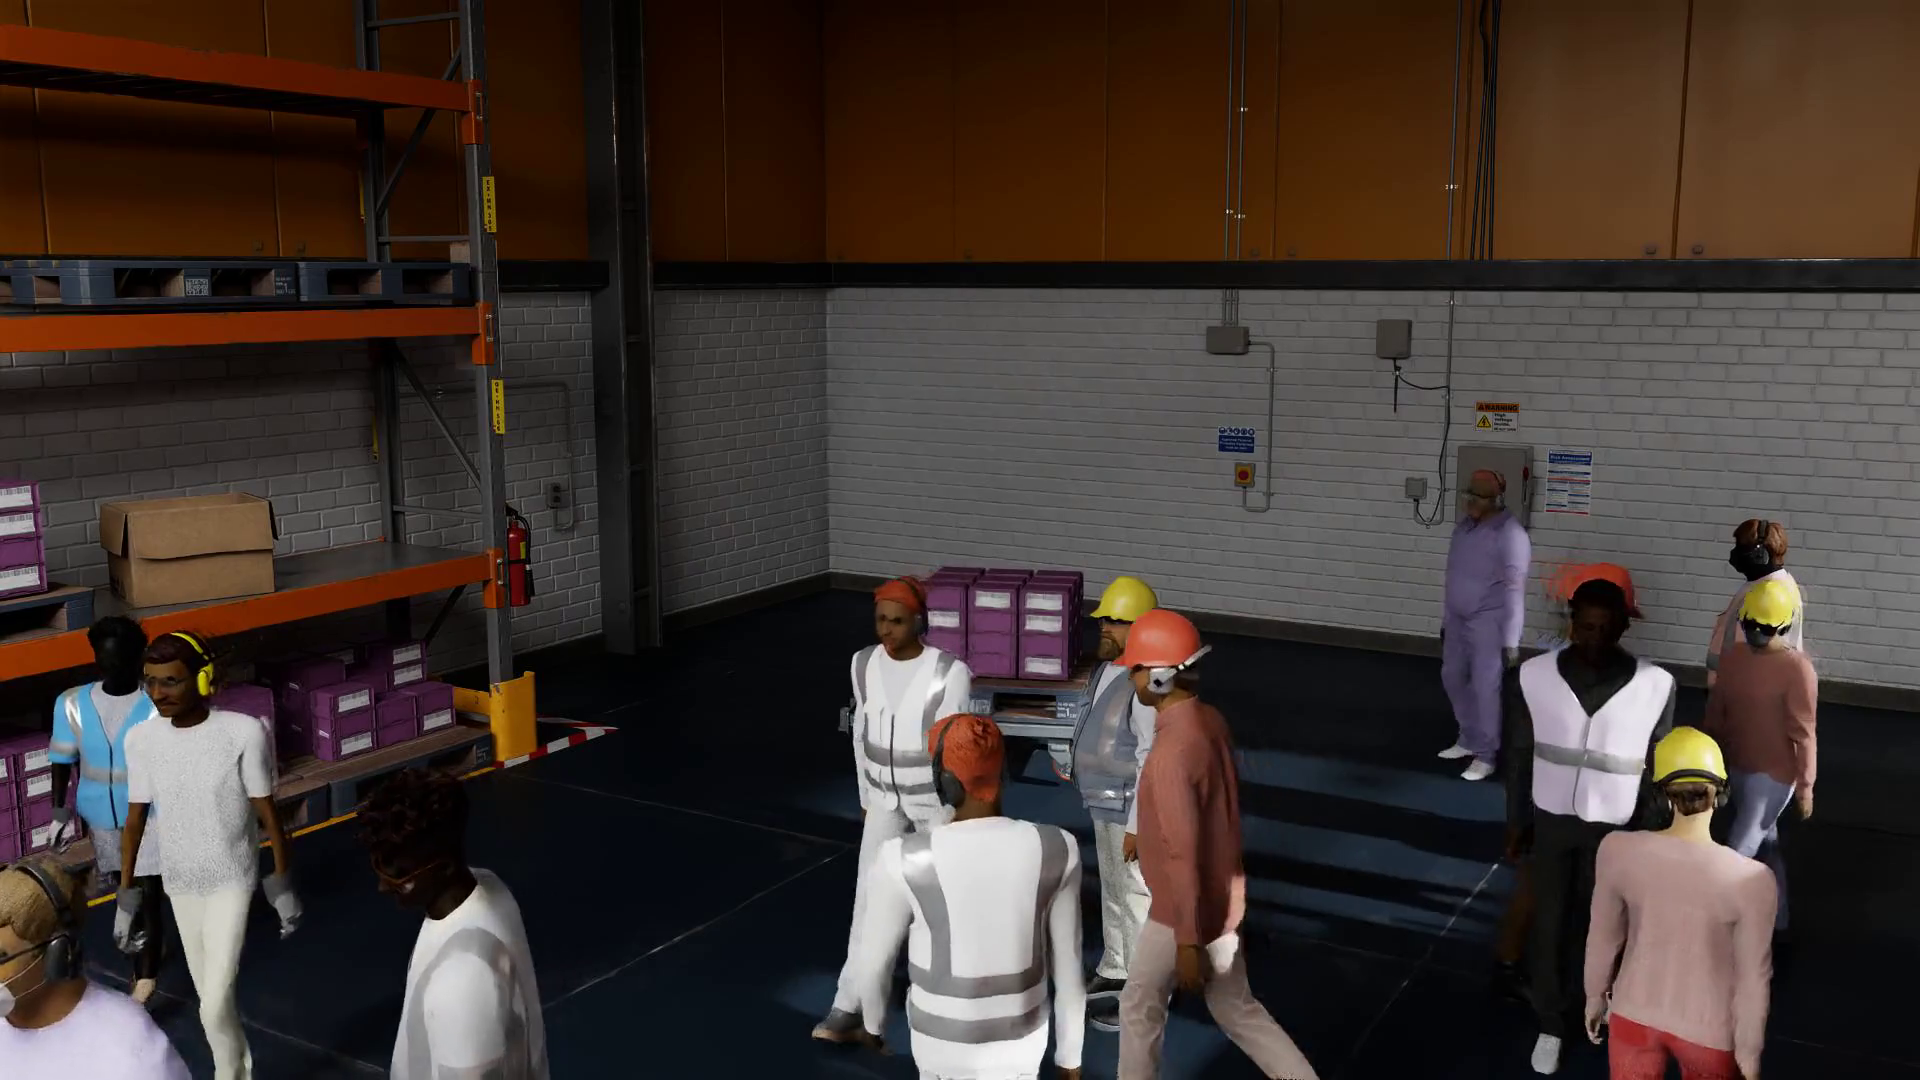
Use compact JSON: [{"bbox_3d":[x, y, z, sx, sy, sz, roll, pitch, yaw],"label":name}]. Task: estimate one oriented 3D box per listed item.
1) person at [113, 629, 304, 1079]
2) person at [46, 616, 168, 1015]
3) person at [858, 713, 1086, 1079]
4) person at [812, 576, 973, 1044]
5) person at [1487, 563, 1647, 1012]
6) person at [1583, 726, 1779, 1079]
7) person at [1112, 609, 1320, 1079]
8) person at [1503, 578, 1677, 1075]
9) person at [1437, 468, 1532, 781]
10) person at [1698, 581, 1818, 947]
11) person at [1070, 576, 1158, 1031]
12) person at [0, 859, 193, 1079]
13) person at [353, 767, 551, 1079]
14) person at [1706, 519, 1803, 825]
[{"bbox_3d":[-2.580,1.220,5.598,0.573,1.841,0.720,1,9,6],"label":"person"},{"bbox_3d":[-3.425,1.121,6.816,0.538,1.644,0.905,-1,9,-4],"label":"person"},{"bbox_3d":[0.036,1.381,4.553,0.597,1.856,0.622,-2,9,-15],"label":"person"},{"bbox_3d":[-0.246,1.067,6.558,0.580,1.839,0.942,5,10,27],"label":"person"},{"bbox_3d":[2.571,1.033,6.621,0.910,1.890,0.549,5,10,28],"label":"person"},{"bbox_3d":[2.039,1.410,4.815,0.535,1.730,0.841,8,12,41],"label":"person"},{"bbox_3d":[0.856,1.199,5.483,0.972,1.949,0.658,4,10,25],"label":"person"},{"bbox_3d":[2.412,1.067,6.417,0.595,1.905,0.596,4,10,24],"label":"person"},{"bbox_3d":[3.133,0.503,10.001,0.501,1.885,0.727,-3,10,-18],"label":"person"},{"bbox_3d":[3.383,1.019,7.250,0.846,1.717,0.567,-2,9,-12],"label":"person"},{"bbox_3d":[0.649,1.047,6.721,0.404,1.837,0.590,-2,9,-12],"label":"person"},{"bbox_3d":[-1.759,1.537,3.410,0.636,1.921,0.715,5,10,28],"label":"person"},{"bbox_3d":[-1.095,1.444,4.021,0.833,1.920,0.643,-2,9,-14],"label":"person"},{"bbox_3d":[3.893,0.810,8.185,0.430,1.845,0.624,4,10,26],"label":"person"}]
